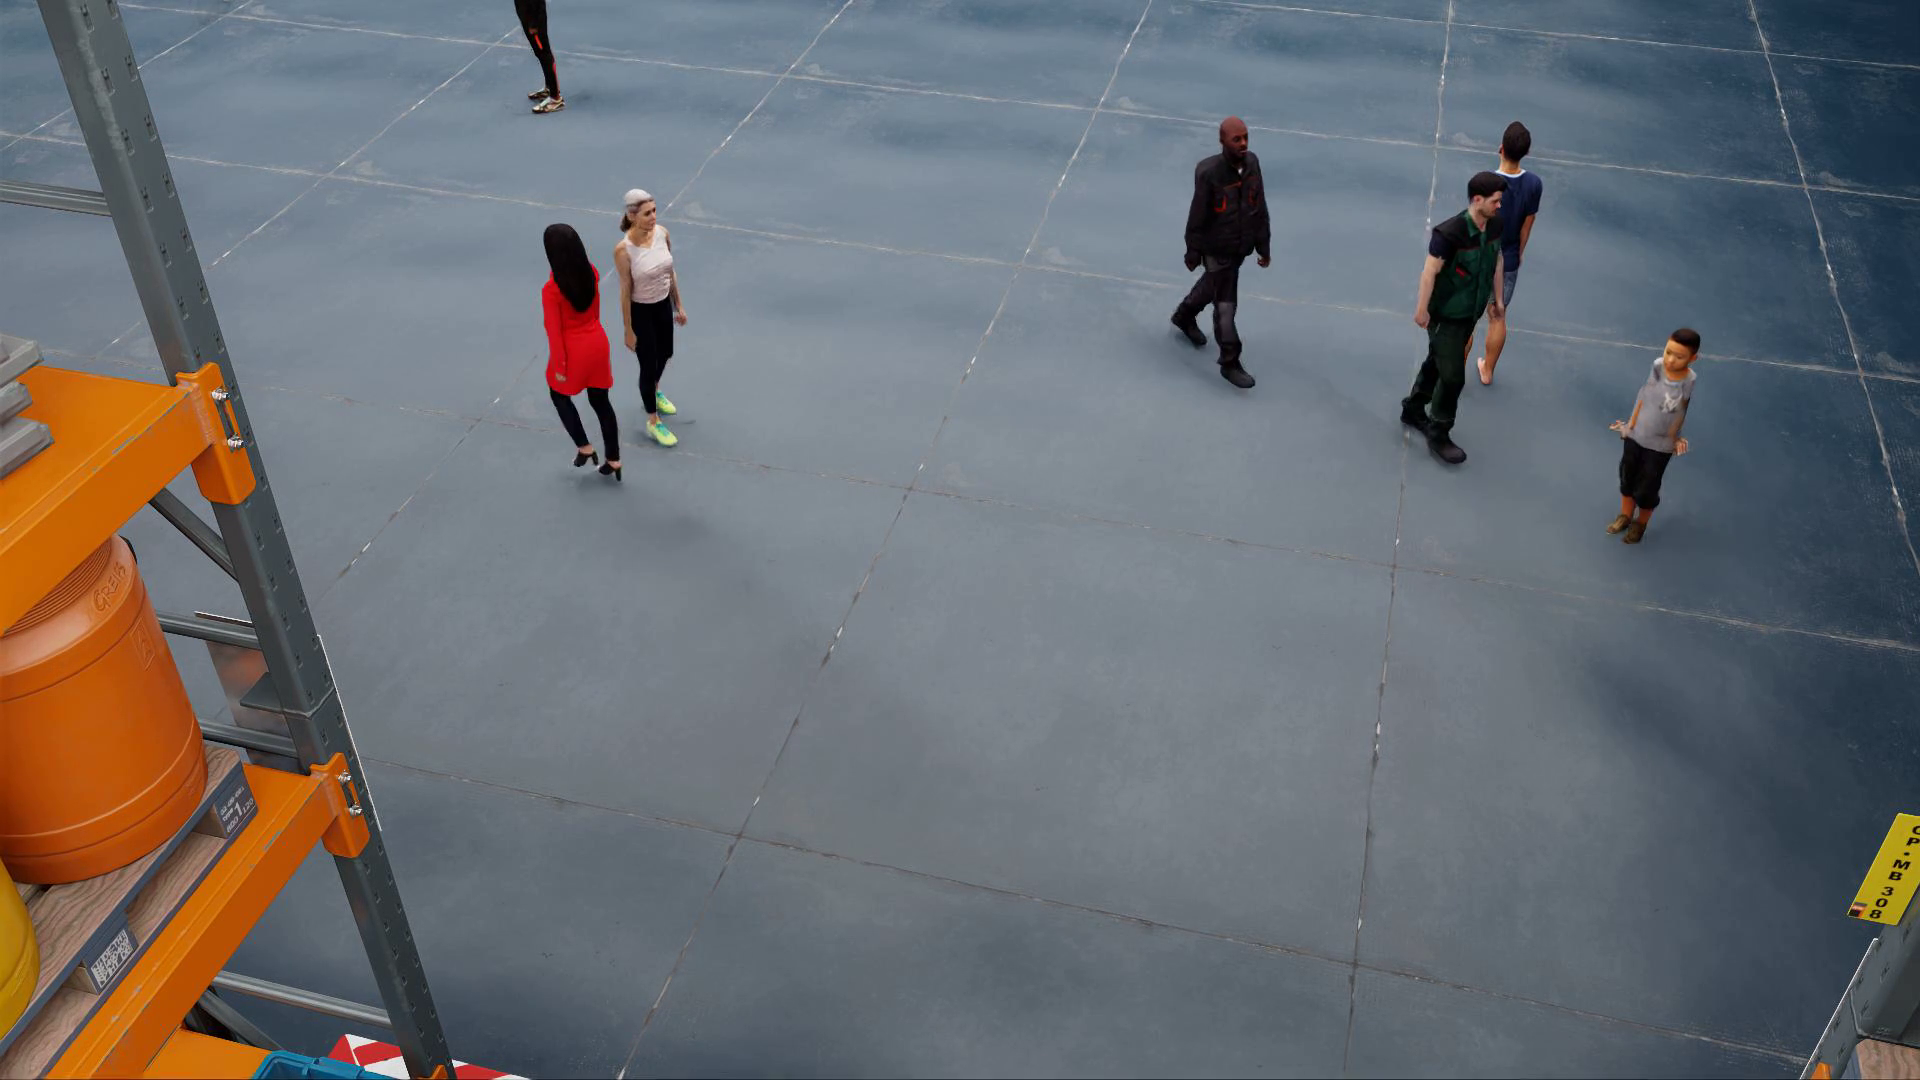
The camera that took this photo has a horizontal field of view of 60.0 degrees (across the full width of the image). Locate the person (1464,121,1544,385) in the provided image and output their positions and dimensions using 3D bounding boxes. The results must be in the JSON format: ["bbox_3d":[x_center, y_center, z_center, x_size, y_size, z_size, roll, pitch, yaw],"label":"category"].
[{"bbox_3d":[3.500,-1.849,10.933,0.688,1.850,0.669,-3,38,-3],"label":"person"}]

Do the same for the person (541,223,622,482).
[{"bbox_3d":[-2.221,-1.076,10.039,0.794,1.736,0.702,23,44,27],"label":"person"}]

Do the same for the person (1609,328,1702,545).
[{"bbox_3d":[4.107,-0.680,9.767,0.720,1.448,0.683,-26,45,-29],"label":"person"}]

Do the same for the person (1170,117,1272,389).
[{"bbox_3d":[1.723,-2.027,11.201,1.241,1.802,1.228,-24,44,-28],"label":"person"}]

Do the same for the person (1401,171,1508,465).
[{"bbox_3d":[3.031,-1.478,10.438,0.963,1.877,0.996,-25,44,-28],"label":"person"}]

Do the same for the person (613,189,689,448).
[{"bbox_3d":[-1.978,-1.460,10.556,0.843,1.703,0.816,28,46,31],"label":"person"}]

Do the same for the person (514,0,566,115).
[{"bbox_3d":[-3.742,-4.665,14.568,0.771,1.807,0.654,-10,39,-13],"label":"person"}]
